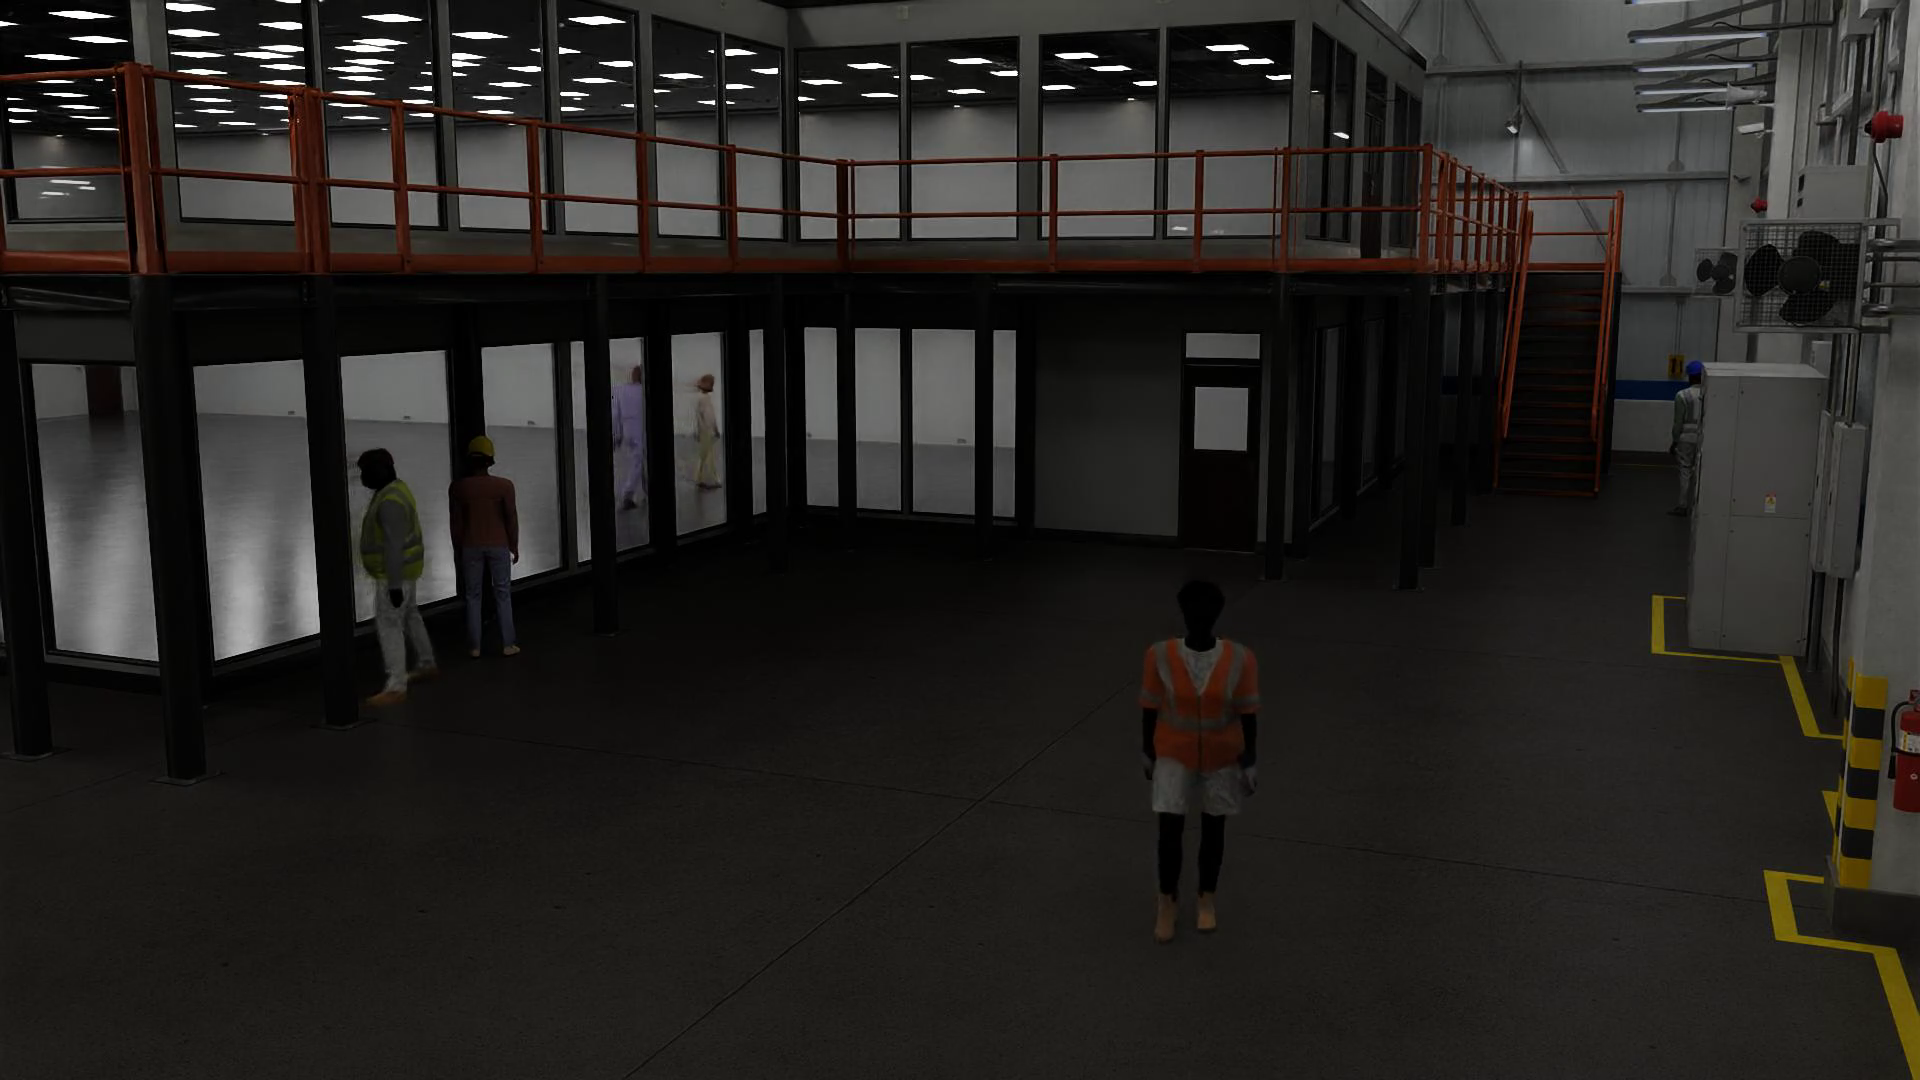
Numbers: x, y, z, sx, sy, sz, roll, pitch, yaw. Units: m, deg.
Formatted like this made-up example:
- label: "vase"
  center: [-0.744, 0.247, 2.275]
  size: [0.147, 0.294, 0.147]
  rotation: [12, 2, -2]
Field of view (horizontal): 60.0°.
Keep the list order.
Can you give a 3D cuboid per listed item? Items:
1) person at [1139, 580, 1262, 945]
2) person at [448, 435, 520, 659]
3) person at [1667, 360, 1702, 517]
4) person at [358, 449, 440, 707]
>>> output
- label: "person"
  center: [1.084, 1.007, 7.540]
  size: [0.550, 1.676, 0.553]
  rotation: [1, 9, 6]
- label: "person"
  center: [-3.744, 0.061, 13.121]
  size: [0.524, 1.769, 0.315]
  rotation: [-2, 9, -9]
- label: "person"
  center: [9.122, -1.256, 20.675]
  size: [0.605, 1.951, 0.381]
  rotation: [-2, 9, -12]
- label: "person"
  center: [-4.043, 0.244, 11.896]
  size: [0.452, 1.821, 0.716]
  rotation: [-3, 10, -15]
